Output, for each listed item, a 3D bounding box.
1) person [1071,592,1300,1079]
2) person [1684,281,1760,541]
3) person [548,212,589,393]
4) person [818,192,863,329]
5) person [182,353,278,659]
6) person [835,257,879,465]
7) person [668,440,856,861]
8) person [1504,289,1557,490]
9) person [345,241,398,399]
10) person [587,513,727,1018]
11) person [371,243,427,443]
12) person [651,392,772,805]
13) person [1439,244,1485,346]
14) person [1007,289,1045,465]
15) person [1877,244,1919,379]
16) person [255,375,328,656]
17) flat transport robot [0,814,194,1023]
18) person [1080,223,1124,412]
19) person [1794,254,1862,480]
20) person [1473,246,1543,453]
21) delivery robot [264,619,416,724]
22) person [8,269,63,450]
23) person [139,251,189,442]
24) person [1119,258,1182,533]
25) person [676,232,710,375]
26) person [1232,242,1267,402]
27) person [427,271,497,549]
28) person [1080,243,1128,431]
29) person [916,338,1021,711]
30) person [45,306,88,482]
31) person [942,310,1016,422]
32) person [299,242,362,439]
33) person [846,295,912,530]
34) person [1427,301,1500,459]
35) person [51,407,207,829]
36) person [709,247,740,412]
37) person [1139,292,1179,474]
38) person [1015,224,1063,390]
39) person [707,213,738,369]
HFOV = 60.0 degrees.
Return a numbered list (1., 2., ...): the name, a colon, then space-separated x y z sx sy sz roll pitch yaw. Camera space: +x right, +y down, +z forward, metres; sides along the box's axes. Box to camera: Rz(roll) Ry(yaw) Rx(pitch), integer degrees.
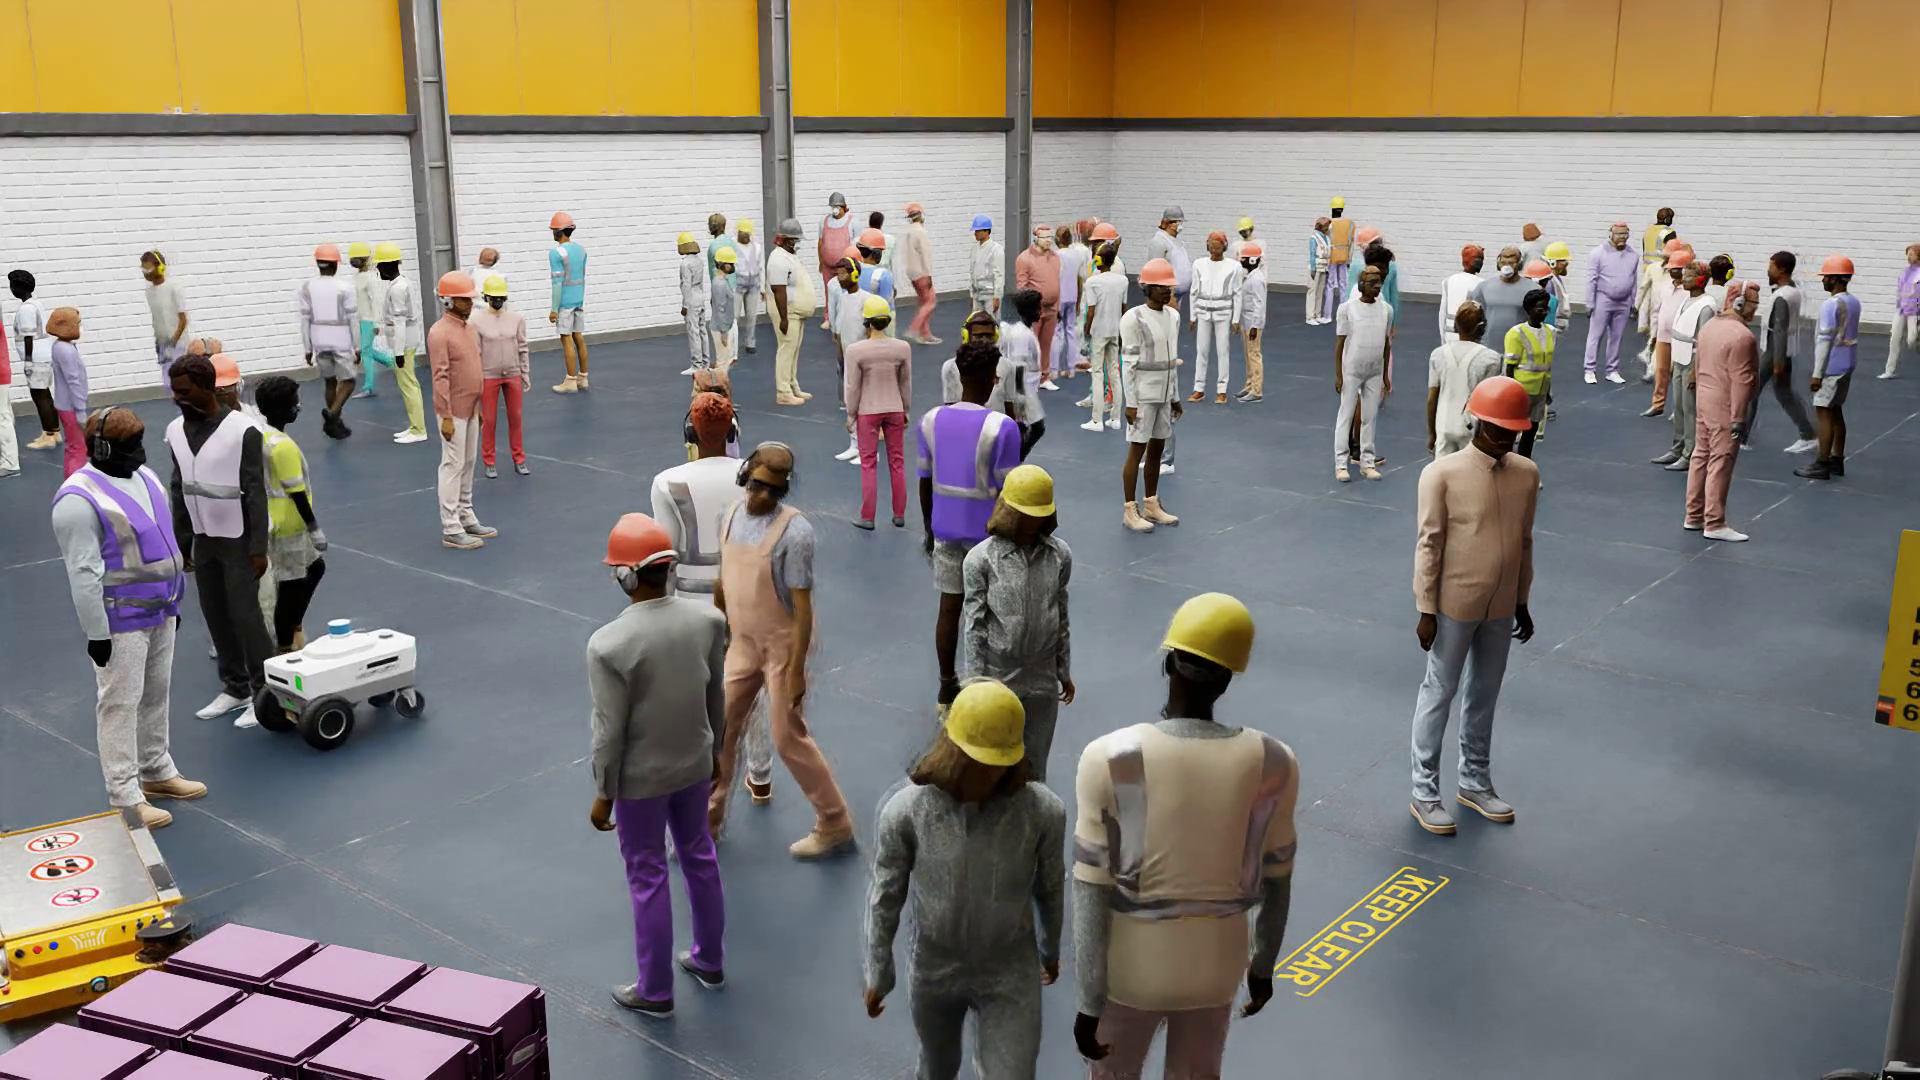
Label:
1. person: 0.564 1.077 4.197 0.597 1.875 0.568 -2 14 -8
2. person: 5.657 -0.955 12.277 0.399 1.902 0.643 0 14 -1
3. person: -4.487 -2.702 18.966 0.372 2.044 0.608 5 15 19
4. person: -1.809 -4.142 24.724 0.688 2.000 0.535 4 15 14
5. person: -4.160 -0.197 9.538 0.560 1.753 0.329 -6 15 -21
6. person: -0.939 -1.617 15.014 0.323 1.855 0.531 -10 17 -34
7. person: -0.838 0.459 6.850 0.575 1.800 0.598 12 19 40
8. person: 4.721 -1.238 13.818 0.539 1.695 0.319 -7 16 -27
9. person: -6.583 -2.472 18.634 0.597 1.747 0.525 -10 17 -36
10. person: -1.048 0.764 5.707 0.346 1.746 0.573 12 18 39
11. person: -5.390 -1.886 15.978 0.396 1.917 0.586 -4 14 -14
12. person: -1.064 0.284 7.356 0.584 1.882 0.337 -6 15 -23
13. person: 4.915 -1.932 16.210 0.337 1.882 0.584 -8 16 -29
14. person: 0.541 -1.245 13.863 0.387 1.679 0.549 2 14 7
15. person: 11.408 -2.724 19.894 0.616 1.623 0.522 -3 14 -13
16. person: -3.686 -0.080 9.210 0.417 1.677 0.550 -9 17 -32
17. flat transport robot: -3.380 1.361 6.324 0.652 0.197 1.431 -9 17 -33
18. person: 1.539 -2.372 17.744 0.382 1.995 0.612 -4 15 -17
19. person: 7.511 -1.492 14.381 0.546 1.927 0.412 -11 18 -38
20. person: 4.980 -1.714 15.229 0.629 1.940 0.377 6 15 24
21. delivery robot: -3.123 0.645 8.419 0.477 0.478 0.707 11 18 36
22. person: -8.728 -1.707 15.715 0.320 1.686 0.541 -5 15 -18
23. person: -7.633 -1.864 16.065 0.523 1.827 0.576 8 16 28
24. person: 1.460 -1.087 12.515 0.605 2.044 0.375 -14 19 -43
25. person: -3.294 -2.893 20.359 0.334 1.733 0.489 4 15 17
26. person: 3.197 -2.404 18.363 0.341 1.750 0.566 1 14 2
27. person: -3.607 -0.946 12.047 0.395 1.993 0.616 1 14 6
28. person: 1.433 -2.019 16.595 0.531 1.867 0.317 -8 16 -29
29. person: 0.070 -0.053 8.542 0.612 1.960 0.366 9 17 33
30. person: -6.944 -1.012 13.044 0.265 1.631 0.507 -10 17 -35
31. person: 0.121 -0.571 10.832 0.508 1.860 0.319 -2 14 -8
32. person: -6.030 -1.879 15.919 0.547 1.910 0.721 0 14 -1
33. person: -0.614 -0.954 12.537 0.525 1.772 0.308 -6 15 -23
34. person: 3.448 -0.713 11.419 0.506 1.847 0.345 11 18 38
35. person: -3.609 0.328 7.270 0.429 1.840 0.634 1 14 4
36. person: -2.490 -2.228 17.665 0.341 1.755 0.532 -1 14 -4
37. person: 1.752 -1.392 14.560 0.279 1.634 0.499 -2 14 -9
38. person: 0.930 -2.634 18.973 0.644 1.907 0.400 -11 18 -38
39. person: -2.976 -3.108 20.799 0.353 1.937 0.635 2 14 9
